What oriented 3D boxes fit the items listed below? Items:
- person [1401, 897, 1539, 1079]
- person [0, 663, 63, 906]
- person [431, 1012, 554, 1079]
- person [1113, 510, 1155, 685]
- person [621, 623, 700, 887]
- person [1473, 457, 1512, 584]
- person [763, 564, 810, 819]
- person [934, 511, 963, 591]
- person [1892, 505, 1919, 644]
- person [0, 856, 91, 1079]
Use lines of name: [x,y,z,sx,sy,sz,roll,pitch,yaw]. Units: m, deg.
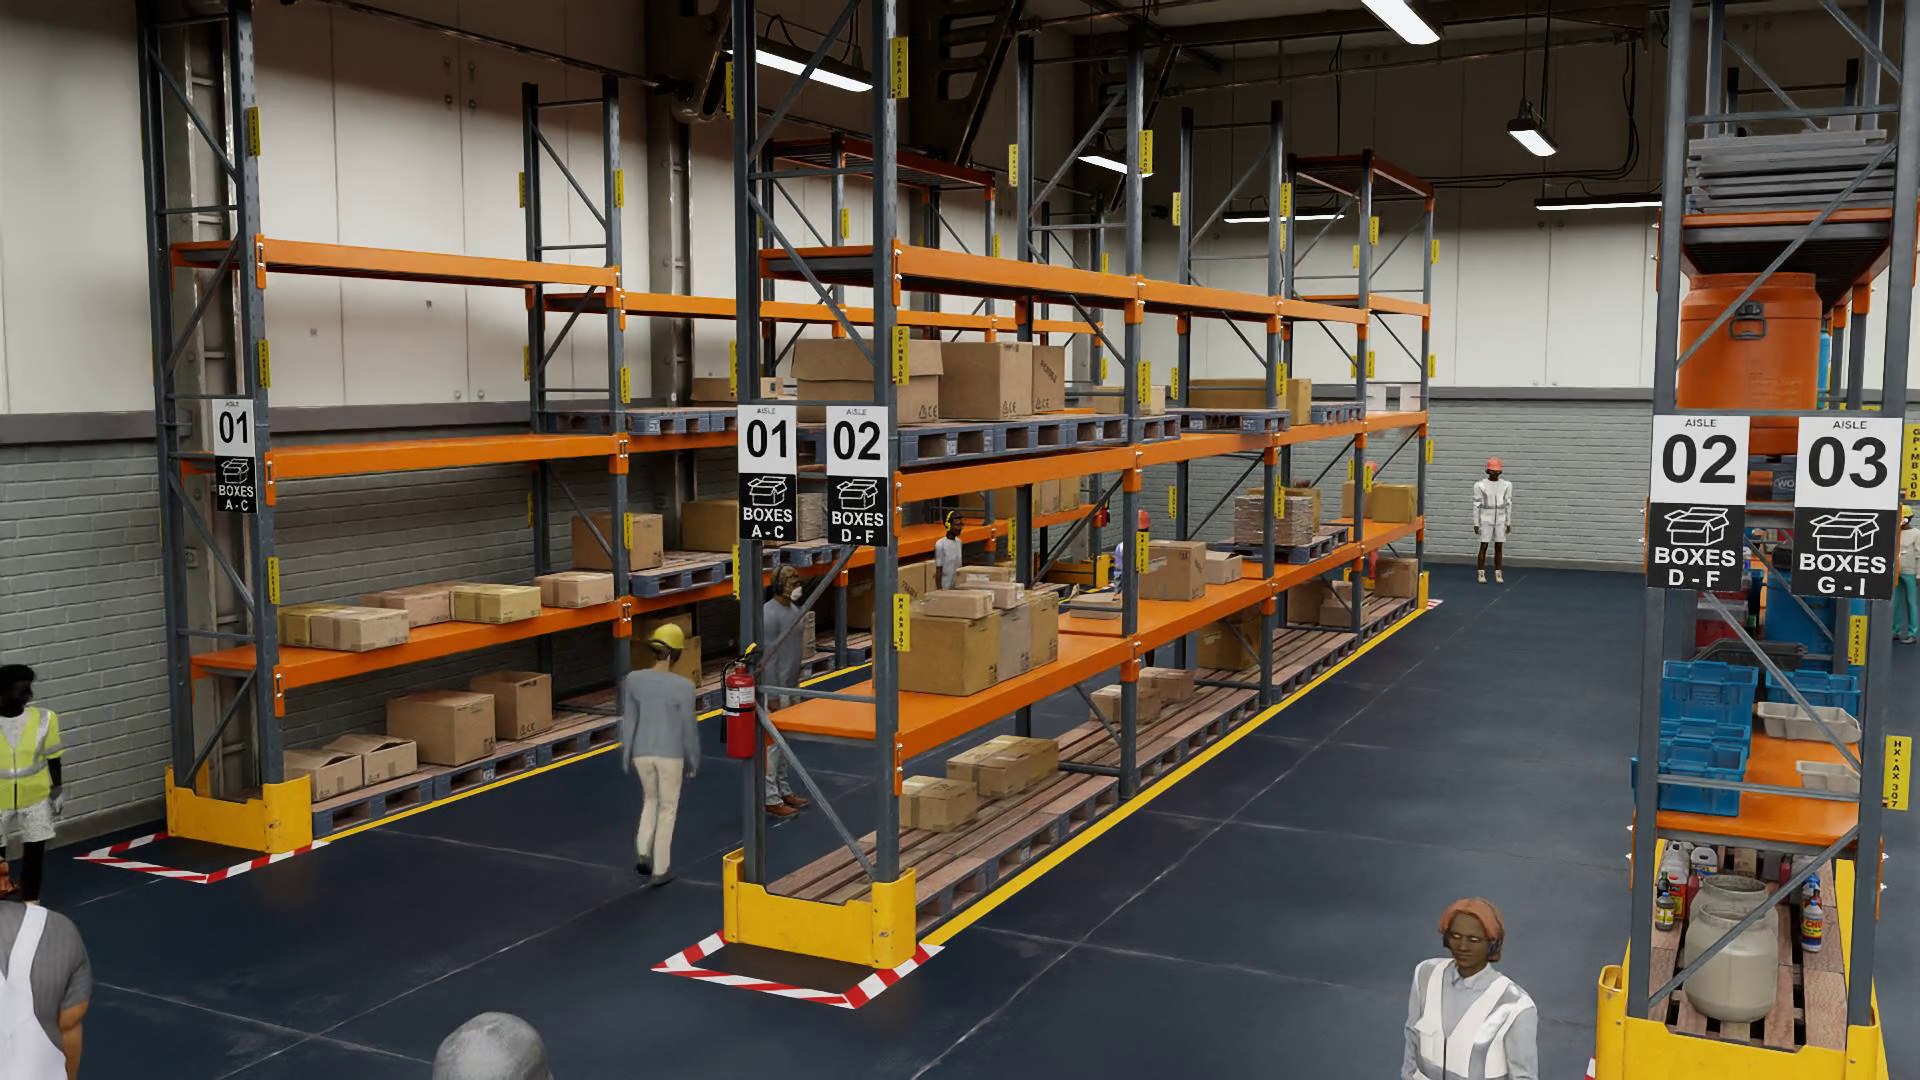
person: [1.736,2.024,5.710,0.305,1.645,0.522,-4,7,-35]
person: [-5.700,1.566,9.976,0.591,1.692,0.323,-4,7,-35]
person: [-1.020,2.035,3.694,0.689,2.000,0.538,1,6,6]
person: [1.902,0.647,17.702,0.551,1.934,0.362,1,6,13]
person: [-1.972,1.423,11.040,0.540,1.744,0.387,2,6,18]
person: [8.487,-0.302,26.493,0.601,2.036,0.408,0,6,0]
person: [-1.369,1.149,12.806,0.371,1.940,0.627,1,6,13]
person: [-0.113,0.598,18.571,0.319,1.861,0.514,3,7,29]
person: [11.784,0.419,20.810,0.343,1.758,0.530,-3,7,-27]
person: [-3.217,1.859,5.405,0.535,2.000,0.685,3,7,29]
